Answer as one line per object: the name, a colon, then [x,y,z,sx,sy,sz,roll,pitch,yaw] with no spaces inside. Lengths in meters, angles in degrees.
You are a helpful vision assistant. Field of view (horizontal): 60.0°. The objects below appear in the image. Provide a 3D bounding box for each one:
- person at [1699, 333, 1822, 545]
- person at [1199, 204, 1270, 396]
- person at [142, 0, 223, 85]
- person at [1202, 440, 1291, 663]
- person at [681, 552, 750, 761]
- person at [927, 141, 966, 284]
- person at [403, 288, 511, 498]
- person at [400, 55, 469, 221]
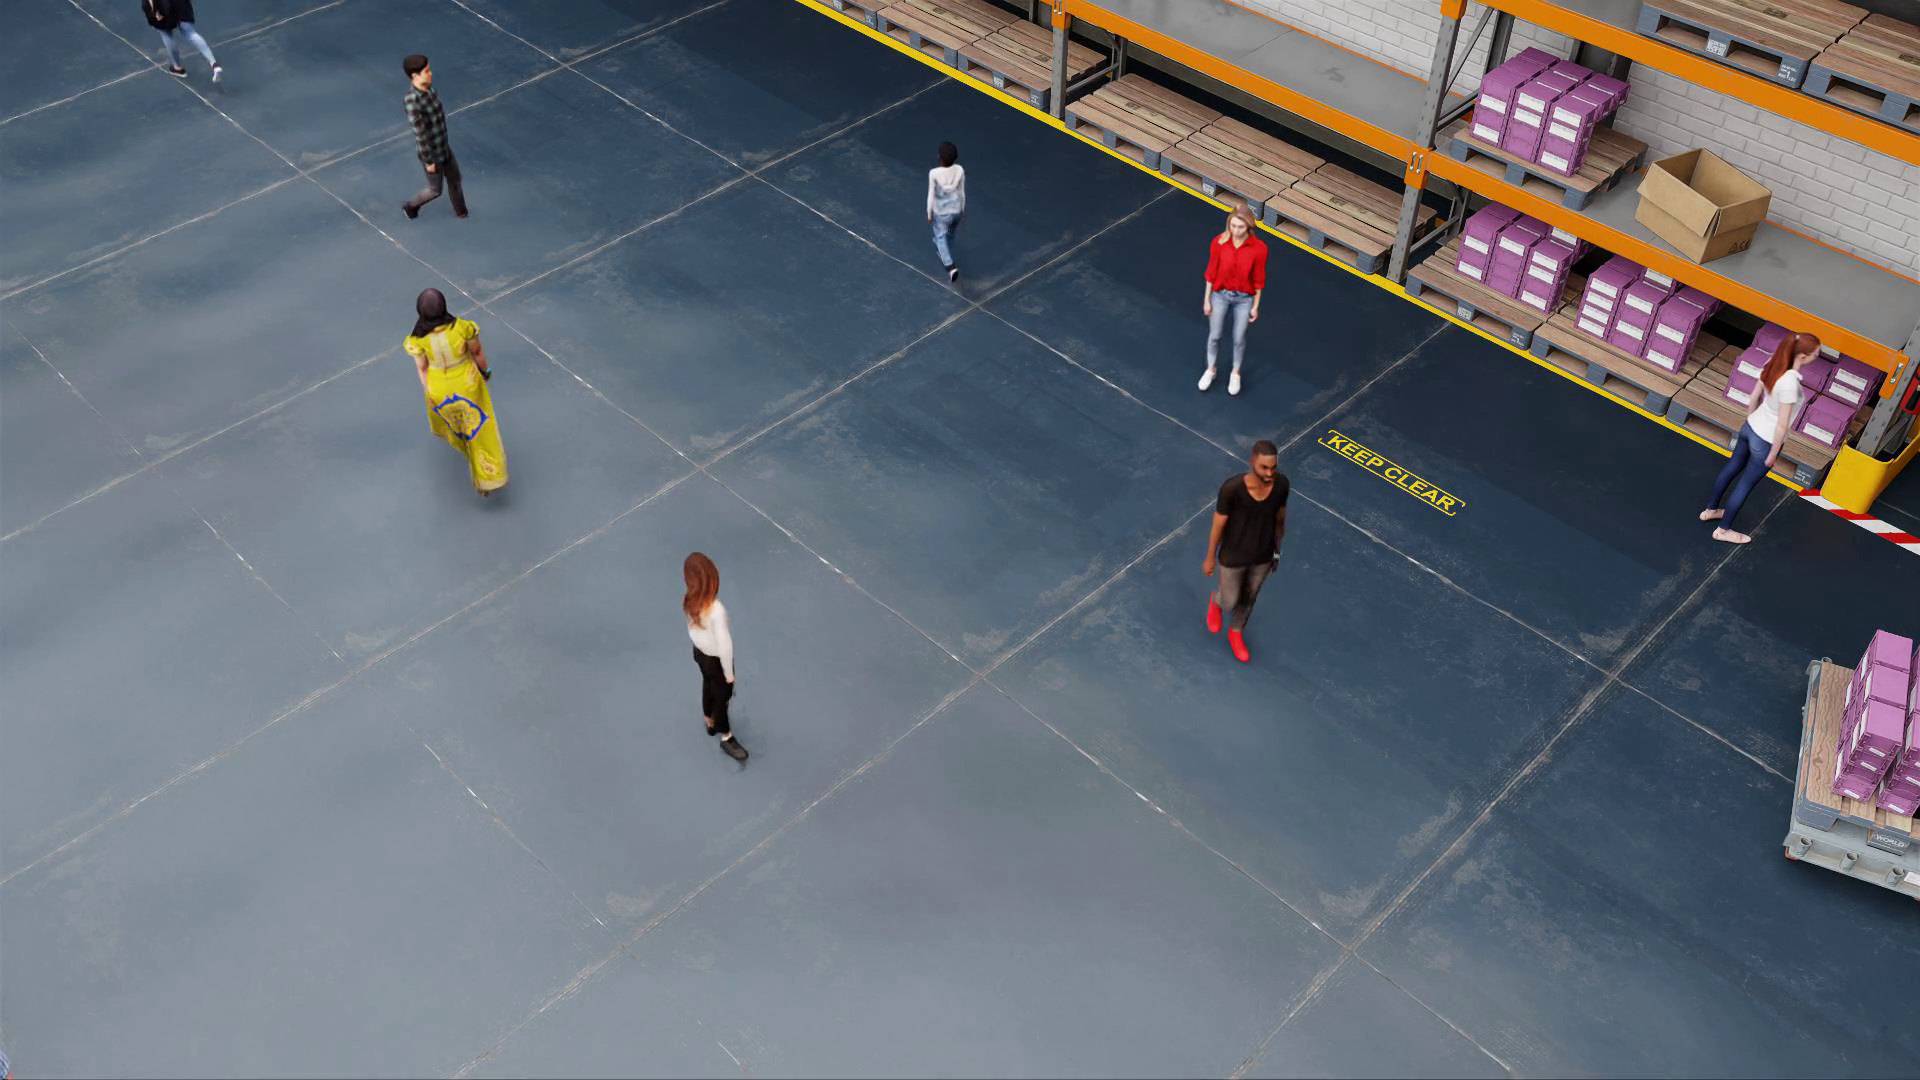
person: [5.589,-0.731,11.626,0.716,1.737,0.649,-2,44,-2]
person: [2.111,-1.863,12.841,0.643,1.699,0.763,11,45,11]
person: [-7.769,-5.276,16.454,1.112,1.657,0.739,25,49,24]
person: [1.827,0.012,10.805,0.833,1.793,0.885,-9,44,-9]
person: [-1.521,0.752,10.268,0.742,1.462,0.429,-21,47,-21]
person: [-0.103,-2.785,14.141,0.696,1.242,0.883,-14,45,-14]
person: [-3.636,-1.045,12.047,1.091,1.609,1.341,-12,45,-13]
person: [-4.742,-3.486,14.750,1.074,1.701,0.986,6,44,6]
